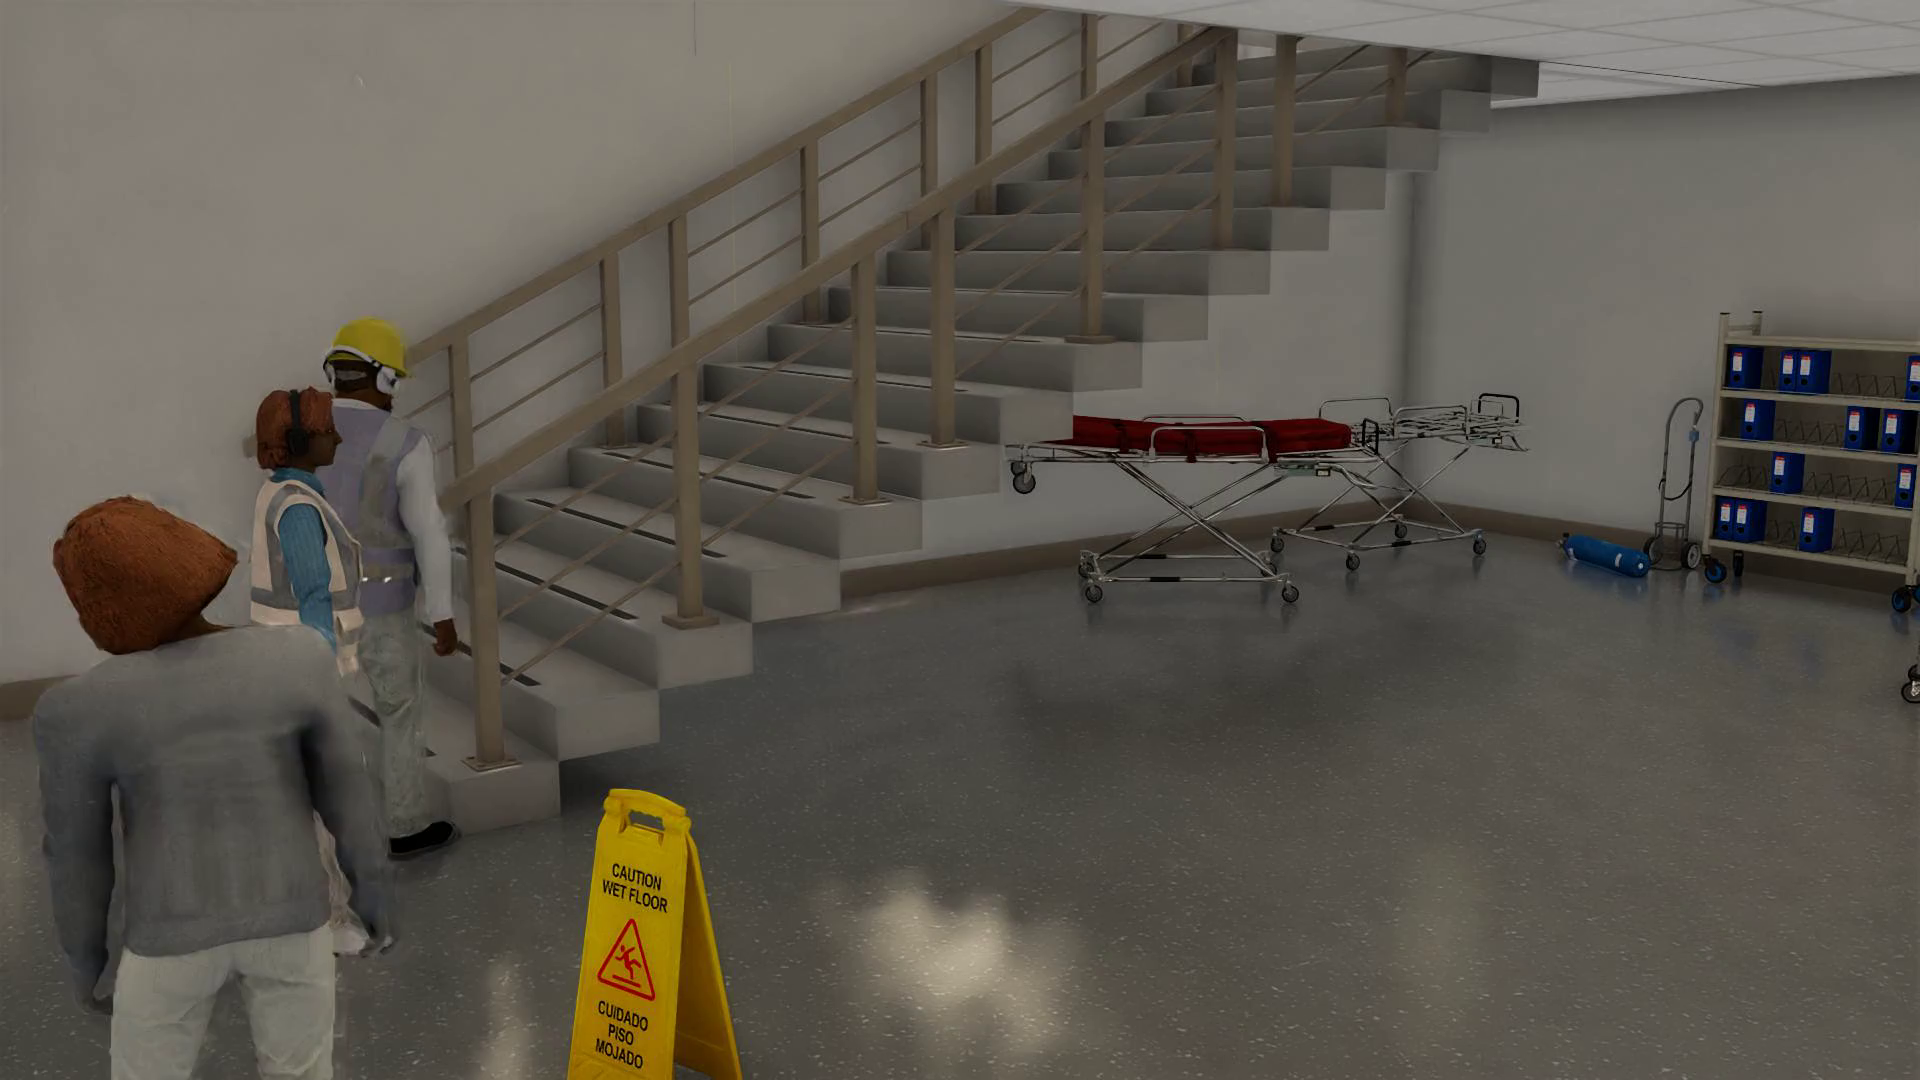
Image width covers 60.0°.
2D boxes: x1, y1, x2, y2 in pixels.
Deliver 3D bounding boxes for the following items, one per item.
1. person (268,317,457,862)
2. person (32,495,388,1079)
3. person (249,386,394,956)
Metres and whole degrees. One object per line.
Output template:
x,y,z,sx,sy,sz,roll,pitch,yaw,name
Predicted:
-2.023,0.185,5.469,0.753,1.807,0.537,2,10,11,person
-1.325,0.719,2.948,0.603,1.616,0.329,-5,11,-27,person
-1.877,0.380,4.810,0.309,1.641,0.511,-6,11,-30,person
